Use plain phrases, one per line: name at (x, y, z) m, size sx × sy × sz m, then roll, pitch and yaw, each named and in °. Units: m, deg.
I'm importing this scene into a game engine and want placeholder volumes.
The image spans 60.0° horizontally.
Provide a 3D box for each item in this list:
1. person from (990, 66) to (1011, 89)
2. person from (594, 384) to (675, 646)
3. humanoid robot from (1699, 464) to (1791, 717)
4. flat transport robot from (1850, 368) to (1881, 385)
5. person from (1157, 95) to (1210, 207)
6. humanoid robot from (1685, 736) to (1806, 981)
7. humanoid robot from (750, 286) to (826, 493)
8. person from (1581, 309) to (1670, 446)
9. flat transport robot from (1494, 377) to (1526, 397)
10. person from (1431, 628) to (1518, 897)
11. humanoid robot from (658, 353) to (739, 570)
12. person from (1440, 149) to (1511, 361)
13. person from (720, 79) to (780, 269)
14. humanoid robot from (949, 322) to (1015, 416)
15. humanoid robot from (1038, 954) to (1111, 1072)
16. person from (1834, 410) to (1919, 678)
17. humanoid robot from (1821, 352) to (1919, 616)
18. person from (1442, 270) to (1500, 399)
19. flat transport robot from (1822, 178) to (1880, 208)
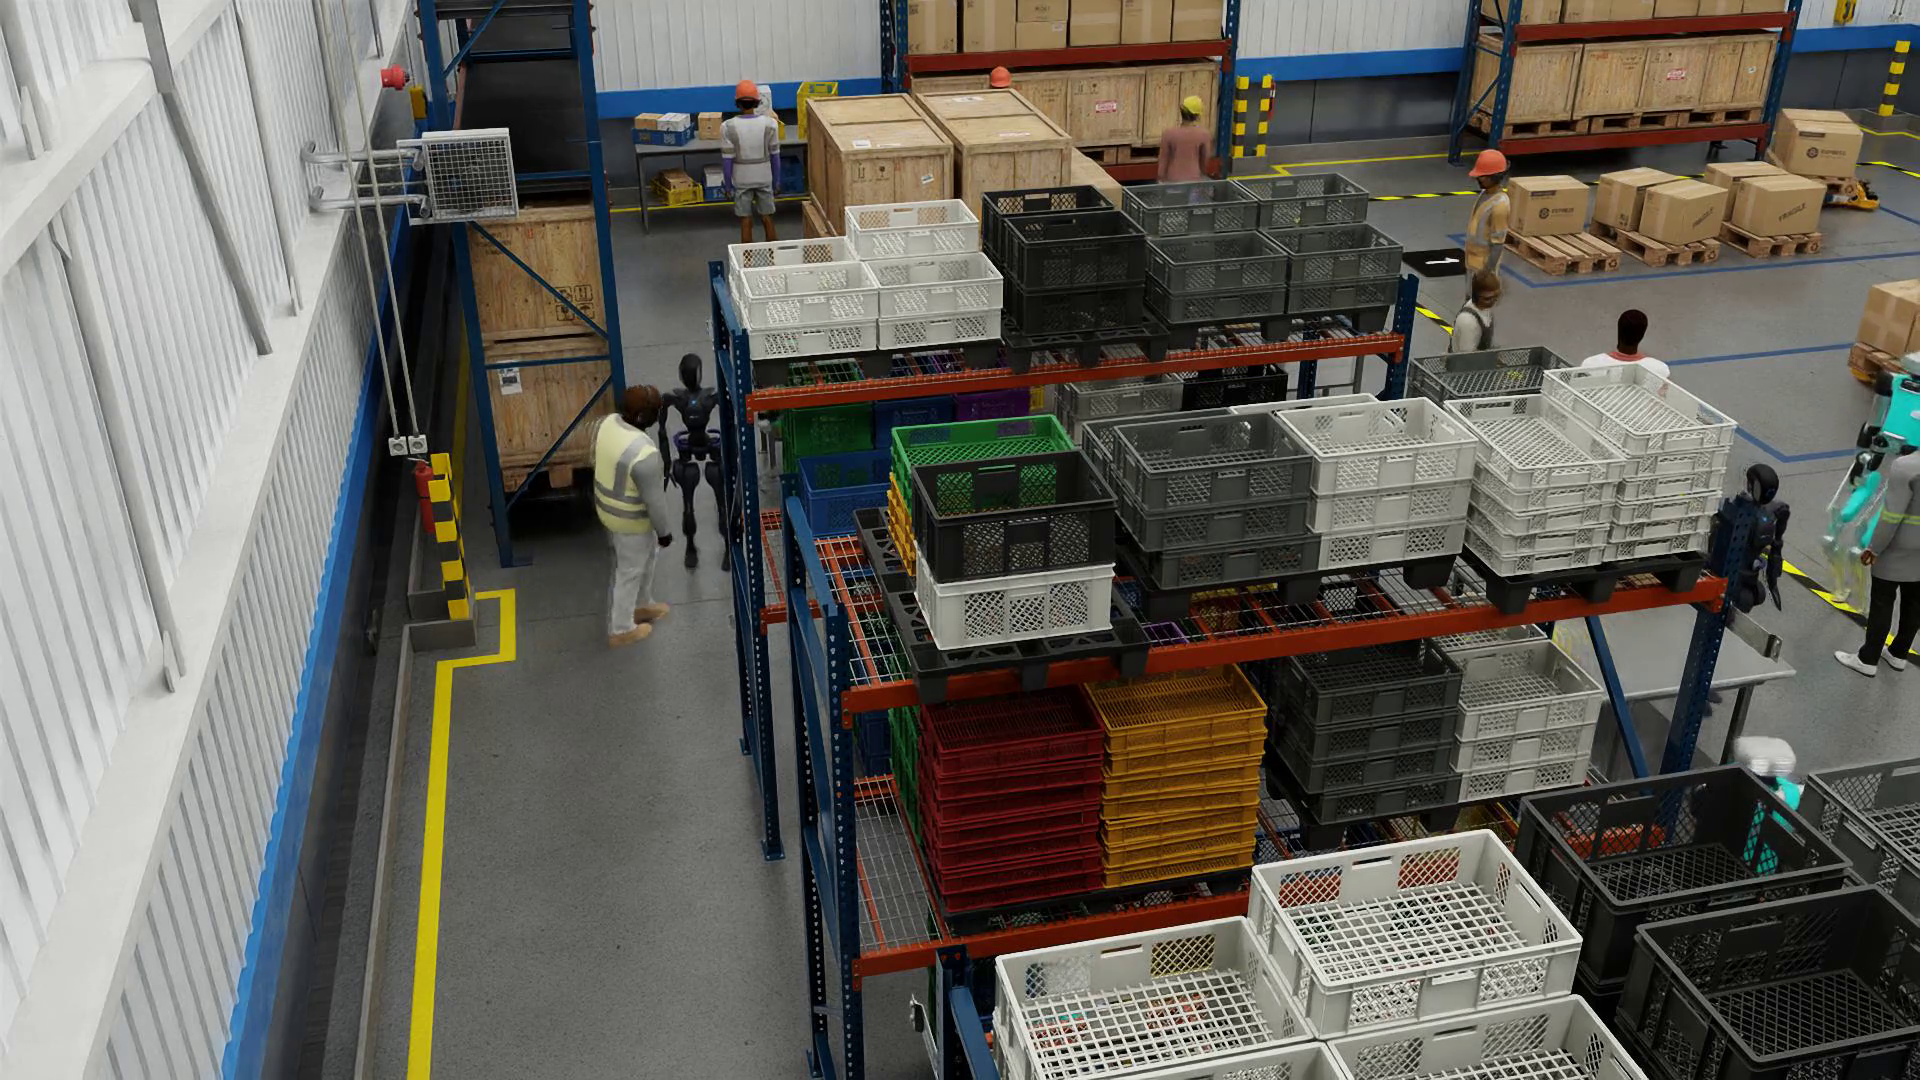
person at (0.434, -4.213, 18.251) m, size 0.549 × 1.937 × 0.354 m, roll -4°, pitch 28°, yaw -8°
person at (-2.050, -0.160, 10.701) m, size 0.628 × 1.808 × 0.658 m, roll -17°, pitch 32°, yaw -29°
humanoid robot at (4.678, 0.292, 9.991) m, size 0.612 × 1.644 × 0.478 m, roll -8°, pitch 29°, yaw -15°
flat transport robot at (8.555, -1.308, 14.498) m, size 0.652 × 0.197 × 1.431 m, roll -6°, pitch 28°, yaw -12°
person at (2.383, -3.909, 17.879) m, size 0.575 × 1.747 × 0.453 m, roll 2°, pitch 28°, yaw 4°
humanoid robot at (3.413, 1.490, 7.662) m, size 0.539 × 1.769 × 0.934 m, roll 2°, pitch 28°, yaw 3°
humanoid robot at (-1.228, -1.017, 12.416) m, size 1.005 × 1.747 × 0.538 m, roll 9°, pitch 29°, yaw 16°
person at (4.524, -0.670, 11.566) m, size 0.579 × 1.911 × 0.392 m, roll 9°, pitch 29°, yaw 17°
flat transport robot at (4.780, -1.036, 14.013) m, size 0.659 × 0.231 × 1.431 m, roll -6°, pitch 28°, yaw -12°
person at (2.597, 1.122, 8.349) m, size 0.402 × 1.724 × 0.486 m, roll -3°, pitch 28°, yaw -5°
humanoid robot at (-1.795, -0.547, 11.581) m, size 0.590 × 1.644 × 0.356 m, roll -3°, pitch 28°, yaw -5°
person at (4.630, -2.475, 14.847) m, size 0.383 × 2.039 × 0.604 m, roll 1°, pitch 28°, yaw 1°
person at (-2.156, -3.719, 17.201) m, size 0.607 × 2.044 × 0.390 m, roll -7°, pitch 29°, yaw -14°
humanoid robot at (0.163, -1.223, 12.647) m, size 0.533 × 1.677 × 0.735 m, roll 2°, pitch 28°, yaw 3°
humanoid robot at (0.147, 2.334, 6.158) m, size 0.783 × 1.884 × 0.543 m, roll -6°, pitch 28°, yaw -12°
person at (5.895, -0.012, 10.370) m, size 0.598 × 1.850 × 0.392 m, roll -7°, pitch 29°, yaw -13°
humanoid robot at (6.108, -0.346, 11.143) m, size 0.804 × 1.773 × 0.554 m, roll -17°, pitch 32°, yaw -28°
person at (3.797, -1.193, 12.650) m, size 0.458 × 1.820 × 0.706 m, roll 14°, pitch 31°, yaw 25°
flat transport robot at (10.228, -4.225, 20.032) m, size 1.431 × 0.197 × 0.652 m, roll 6°, pitch 28°, yaw 11°
